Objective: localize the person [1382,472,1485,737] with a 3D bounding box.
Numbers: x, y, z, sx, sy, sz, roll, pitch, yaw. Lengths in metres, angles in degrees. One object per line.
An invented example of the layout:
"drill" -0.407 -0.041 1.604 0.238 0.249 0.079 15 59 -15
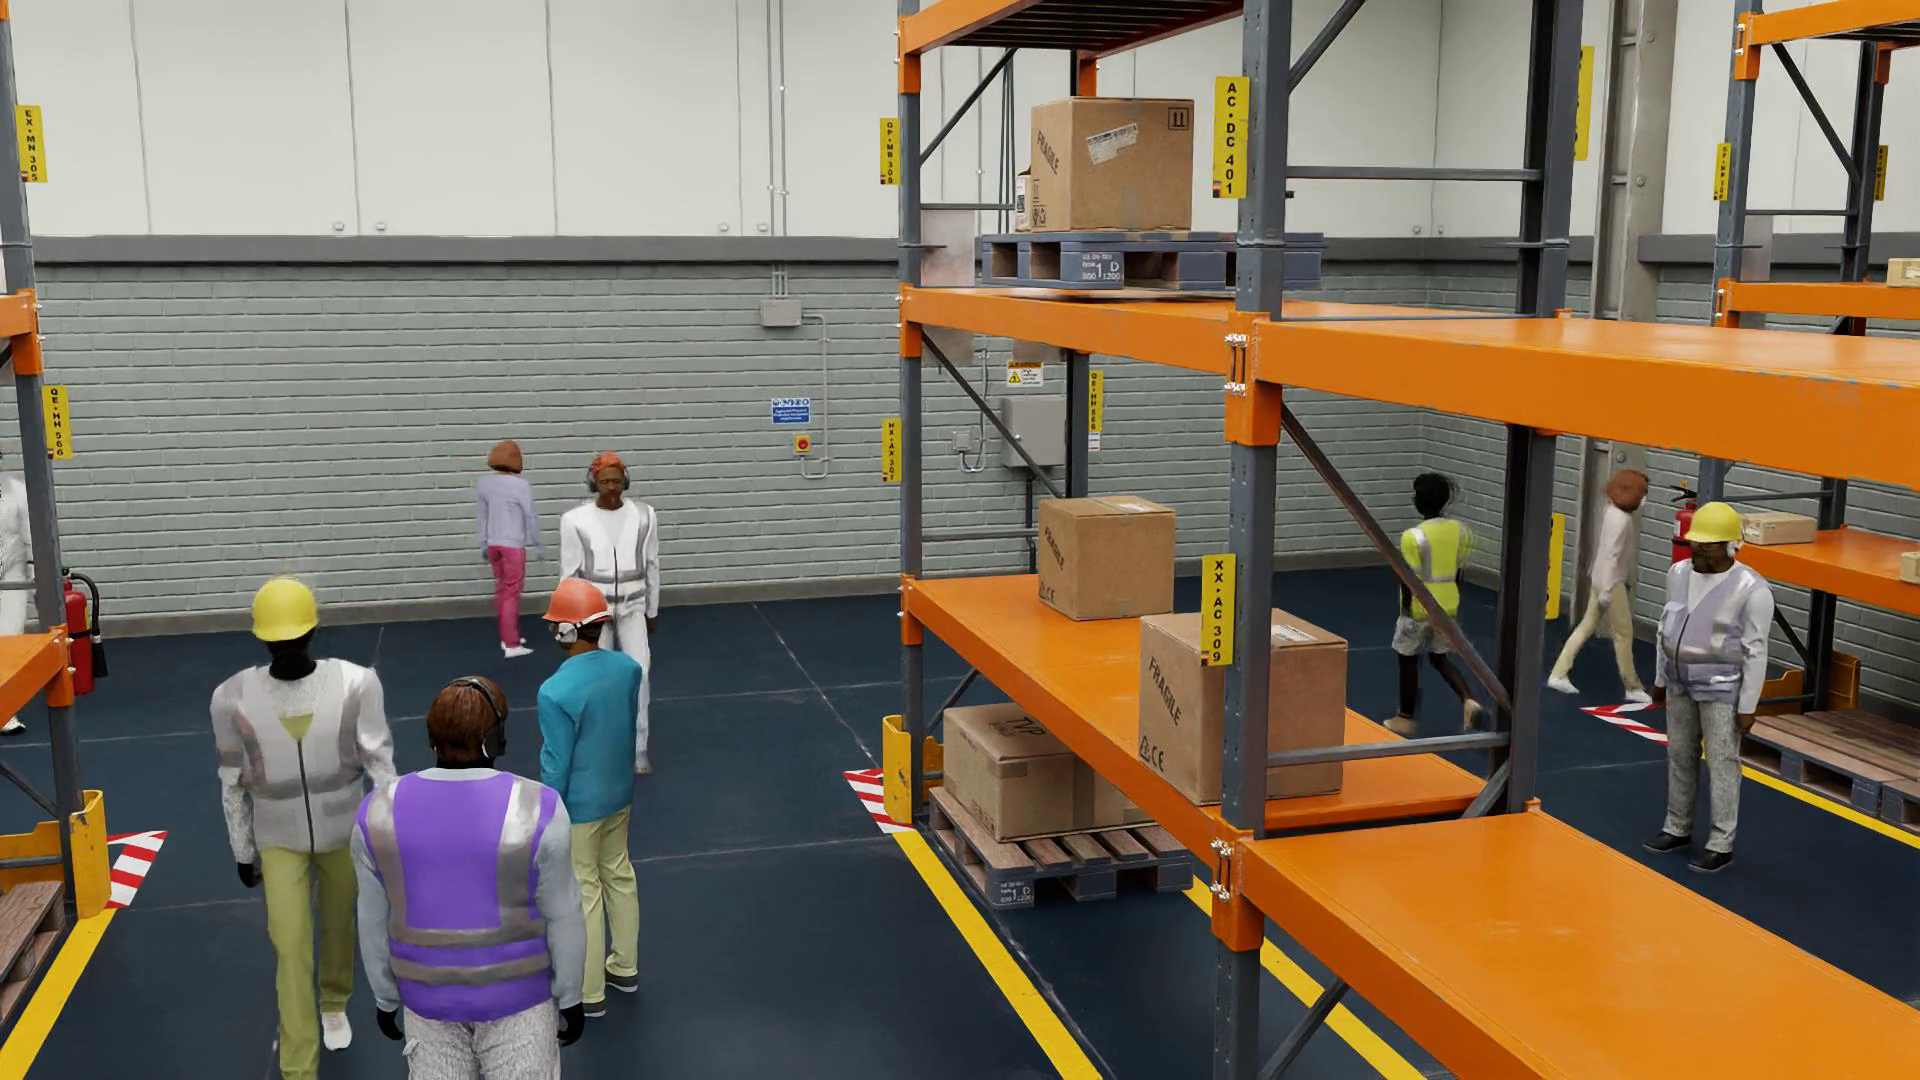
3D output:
"person" 2.905 0.423 10.169 0.542 1.682 0.629 -5 11 -28

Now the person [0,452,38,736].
"person" -6.191 0.294 10.427 0.837 1.853 0.843 -2 10 -10

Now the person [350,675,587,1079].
"person" -1.377 1.292 4.776 0.634 1.841 0.429 0 10 1

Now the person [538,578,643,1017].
"person" -1.487 1.013 6.616 0.324 1.752 0.562 4 11 24

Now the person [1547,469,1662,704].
"person" 4.357 0.304 11.161 0.653 1.616 0.553 3 10 18

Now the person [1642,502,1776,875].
"person" 3.645 0.711 8.144 0.403 1.824 0.598 -5 11 -24

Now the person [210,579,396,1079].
"person" -2.335 1.061 5.991 0.611 1.872 0.983 -4 11 -21

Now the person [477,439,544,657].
"person" -3.372 0.054 12.461 0.503 1.631 0.331 6 11 29

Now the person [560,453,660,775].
"person" -1.992 0.439 9.575 0.595 1.855 0.725 -4 11 -20
